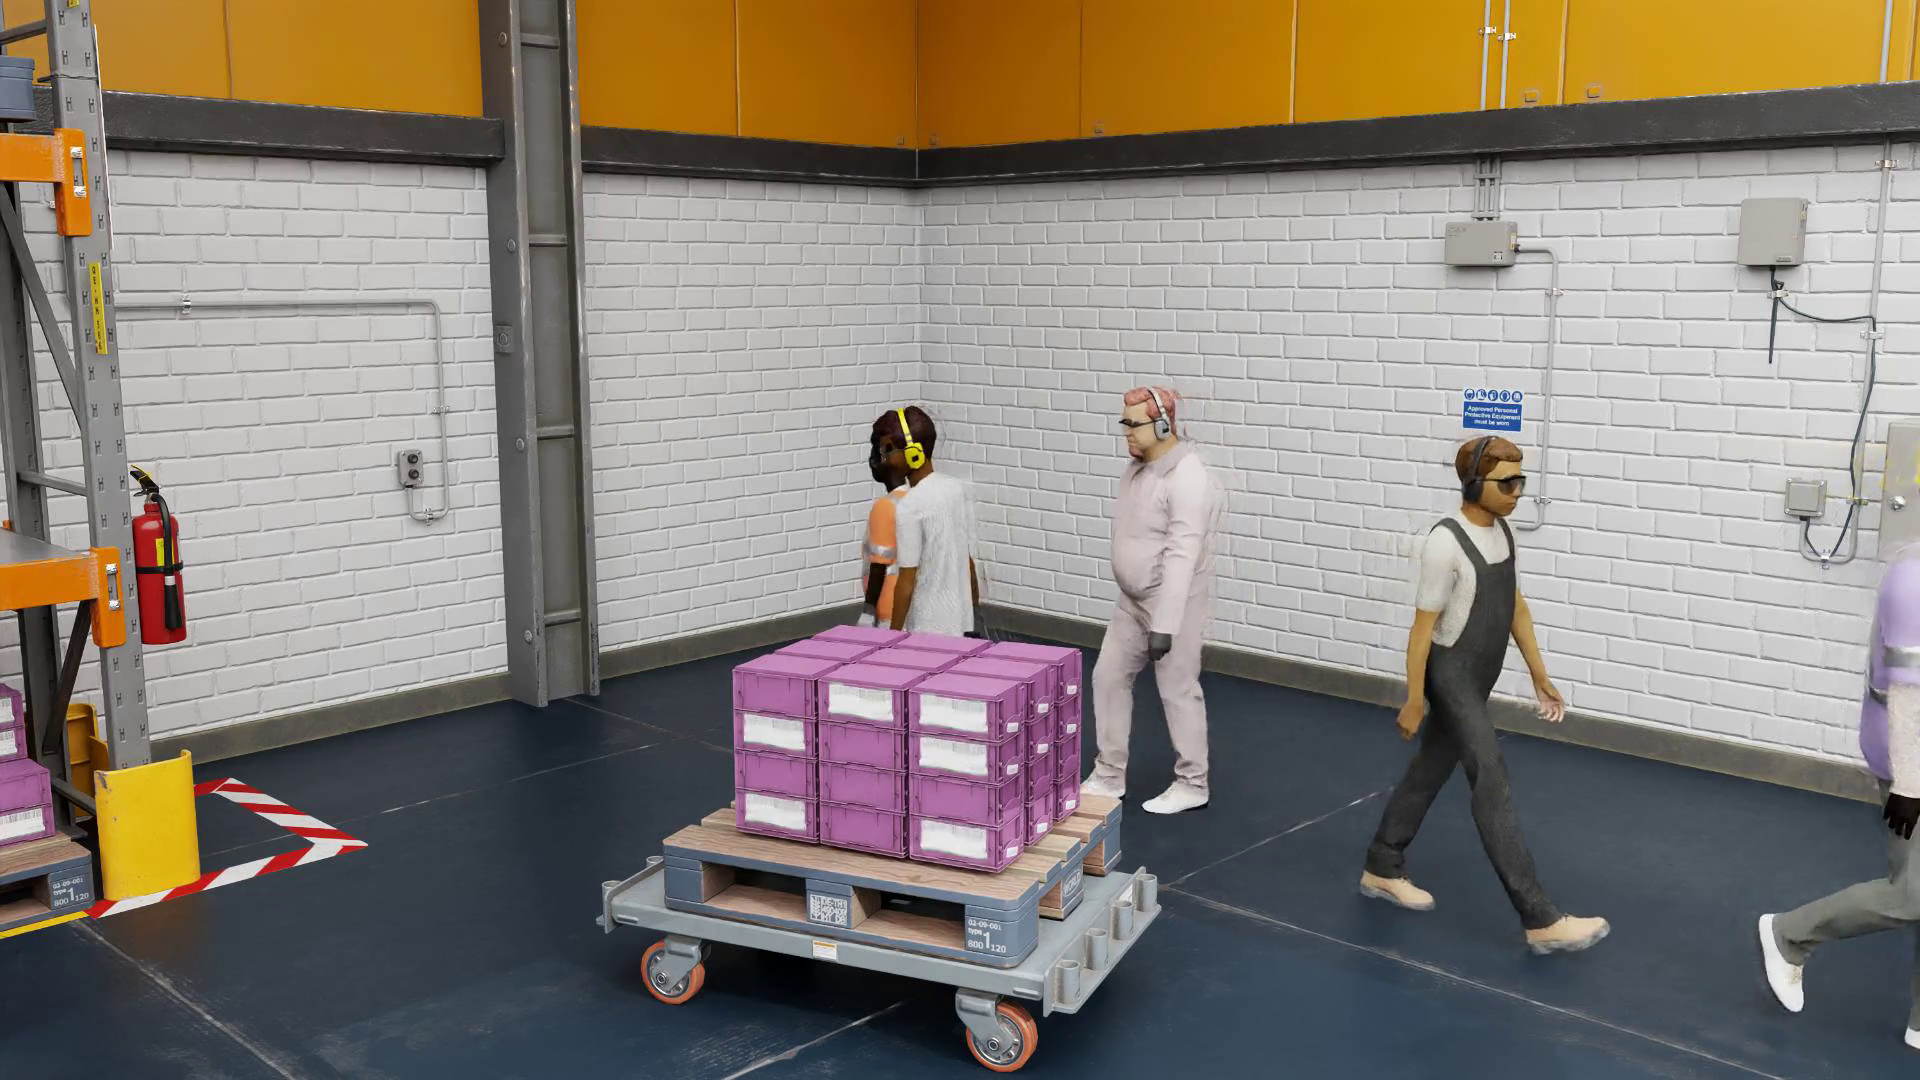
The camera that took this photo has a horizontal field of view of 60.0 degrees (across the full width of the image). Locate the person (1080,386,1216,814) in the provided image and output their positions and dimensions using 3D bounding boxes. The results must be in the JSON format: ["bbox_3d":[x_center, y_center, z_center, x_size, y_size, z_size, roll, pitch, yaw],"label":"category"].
[{"bbox_3d":[0.760,0.286,7.066,0.791,1.870,0.659,-3,10,-19],"label":"person"}]

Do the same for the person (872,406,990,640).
[{"bbox_3d":[-0.176,0.375,6.635,0.640,1.838,0.575,4,10,24],"label":"person"}]

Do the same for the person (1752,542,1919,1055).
[{"bbox_3d":[2.822,0.616,4.944,0.588,1.905,0.640,-8,12,-39],"label":"person"}]

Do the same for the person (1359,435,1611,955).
[{"bbox_3d":[1.837,0.523,5.866,0.987,1.788,0.517,7,12,39],"label":"person"}]

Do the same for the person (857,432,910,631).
[{"bbox_3d":[-0.235,0.306,7.577,0.751,1.669,0.534,1,9,8],"label":"person"}]
